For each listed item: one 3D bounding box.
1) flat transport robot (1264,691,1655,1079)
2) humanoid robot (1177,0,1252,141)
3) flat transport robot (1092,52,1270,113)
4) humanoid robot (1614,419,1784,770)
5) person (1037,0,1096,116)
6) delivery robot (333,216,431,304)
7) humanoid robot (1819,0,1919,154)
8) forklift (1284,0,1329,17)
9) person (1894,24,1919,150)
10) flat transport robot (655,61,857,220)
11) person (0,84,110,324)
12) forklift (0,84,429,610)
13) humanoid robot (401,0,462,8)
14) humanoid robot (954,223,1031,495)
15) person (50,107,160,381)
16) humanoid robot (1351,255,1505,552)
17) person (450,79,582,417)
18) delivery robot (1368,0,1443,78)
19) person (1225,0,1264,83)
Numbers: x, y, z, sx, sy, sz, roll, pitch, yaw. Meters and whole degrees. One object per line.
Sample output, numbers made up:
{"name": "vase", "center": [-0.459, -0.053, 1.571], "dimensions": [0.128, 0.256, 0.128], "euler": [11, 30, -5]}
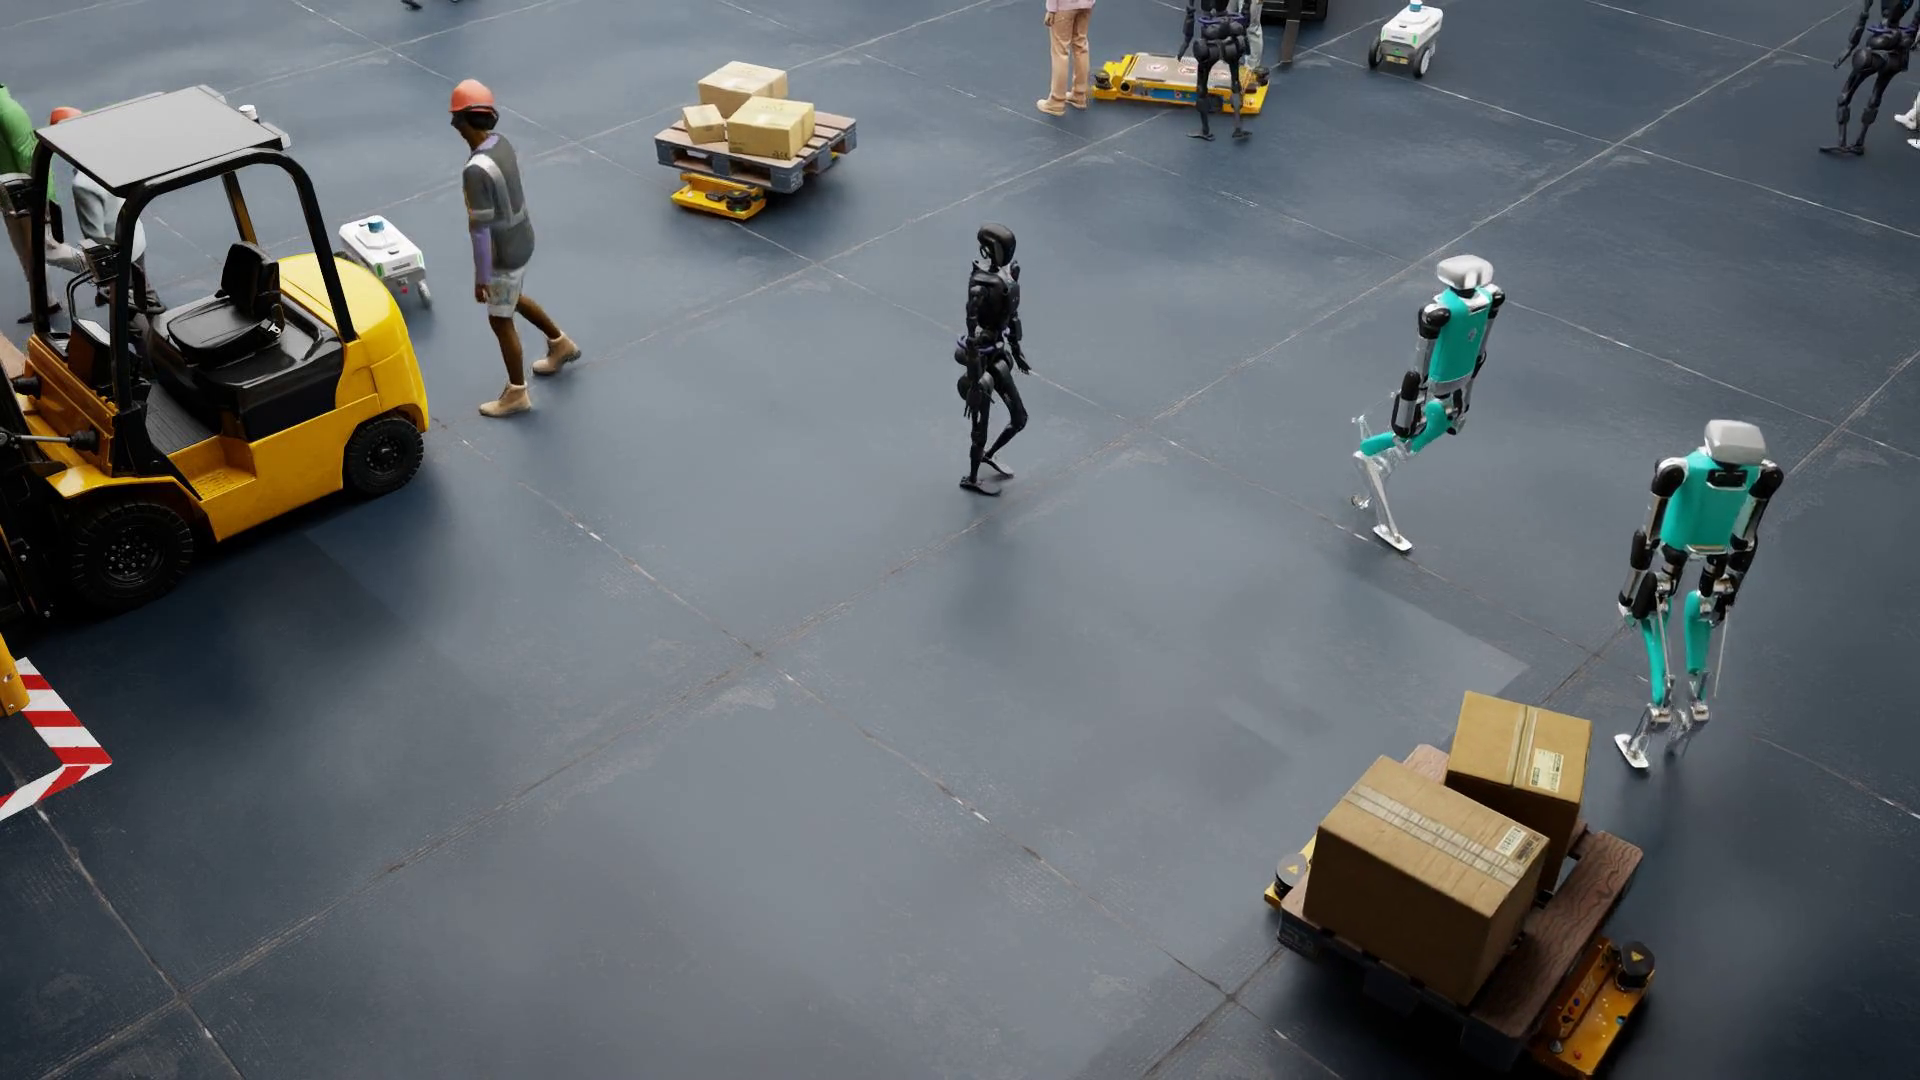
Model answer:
{"name": "flat transport robot", "center": [2.038, 1.605, 6.849], "dimensions": [1.431, 0.231, 0.659], "euler": [27, 44, 31]}
{"name": "humanoid robot", "center": [2.058, -3.946, 13.107], "dimensions": [0.599, 1.647, 0.453], "euler": [-10, 38, -13]}
{"name": "flat transport robot", "center": [1.895, -3.914, 14.236], "dimensions": [1.431, 0.231, 0.659], "euler": [9, 38, 12]}
{"name": "humanoid robot", "center": [3.209, 0.375, 7.302], "dimensions": [0.550, 1.834, 0.663], "euler": [0, 37, 0]}
{"name": "person", "center": [0.923, -4.360, 13.576], "dimensions": [0.537, 1.775, 0.405], "euler": [-30, 46, -34]}
{"name": "delivery robot", "center": [-3.934, -1.922, 11.328], "dimensions": [0.499, 0.592, 0.774], "euler": [-25, 43, -29]}
{"name": "humanoid robot", "center": [7.166, -3.817, 12.928], "dimensions": [0.595, 1.641, 0.391], "euler": [-6, 37, -8]}
{"name": "forklift", "center": [3.106, -6.400, 15.960], "dimensions": [1.214, 2.155, 2.313], "euler": [8, 37, 10]}
{"name": "person", "center": [7.741, -3.930, 13.135], "dimensions": [0.517, 1.610, 0.733], "euler": [-11, 38, -15]}
{"name": "flat transport robot", "center": [-1.550, -2.880, 12.852], "dimensions": [0.659, 0.231, 1.431], "euler": [17, 40, 22]}
{"name": "person", "center": [-6.058, -2.265, 10.781], "dimensions": [0.569, 1.768, 0.612], "euler": [26, 44, 30]}
{"name": "forklift", "center": [-4.145, -1.093, 8.856], "dimensions": [2.313, 2.155, 1.214], "euler": [-31, 47, -34]}
{"name": "humanoid robot", "center": [-5.100, -5.868, 15.721], "dimensions": [0.609, 1.663, 0.682], "euler": [16, 39, 20]}
{"name": "humanoid robot", "center": [0.171, -0.970, 9.116], "dimensions": [0.335, 1.644, 0.589], "euler": [17, 40, 21]}
{"name": "person", "center": [-5.189, -1.810, 10.192], "dimensions": [0.350, 1.737, 0.572], "euler": [-2, 37, -3]}
{"name": "humanoid robot", "center": [2.329, -0.725, 8.830], "dimensions": [0.550, 1.888, 0.769], "euler": [-22, 42, -27]}
{"name": "person", "center": [-2.674, -1.701, 9.830], "dimensions": [0.546, 2.013, 0.725], "euler": [-2, 37, -2]}
{"name": "delivery robot", "center": [3.969, -4.458, 14.736], "dimensions": [0.524, 0.608, 0.779], "euler": [21, 42, 26]}
{"name": "person", "center": [2.370, -4.703, 13.913], "dimensions": [0.374, 1.930, 0.633], "euler": [-23, 42, -27]}
